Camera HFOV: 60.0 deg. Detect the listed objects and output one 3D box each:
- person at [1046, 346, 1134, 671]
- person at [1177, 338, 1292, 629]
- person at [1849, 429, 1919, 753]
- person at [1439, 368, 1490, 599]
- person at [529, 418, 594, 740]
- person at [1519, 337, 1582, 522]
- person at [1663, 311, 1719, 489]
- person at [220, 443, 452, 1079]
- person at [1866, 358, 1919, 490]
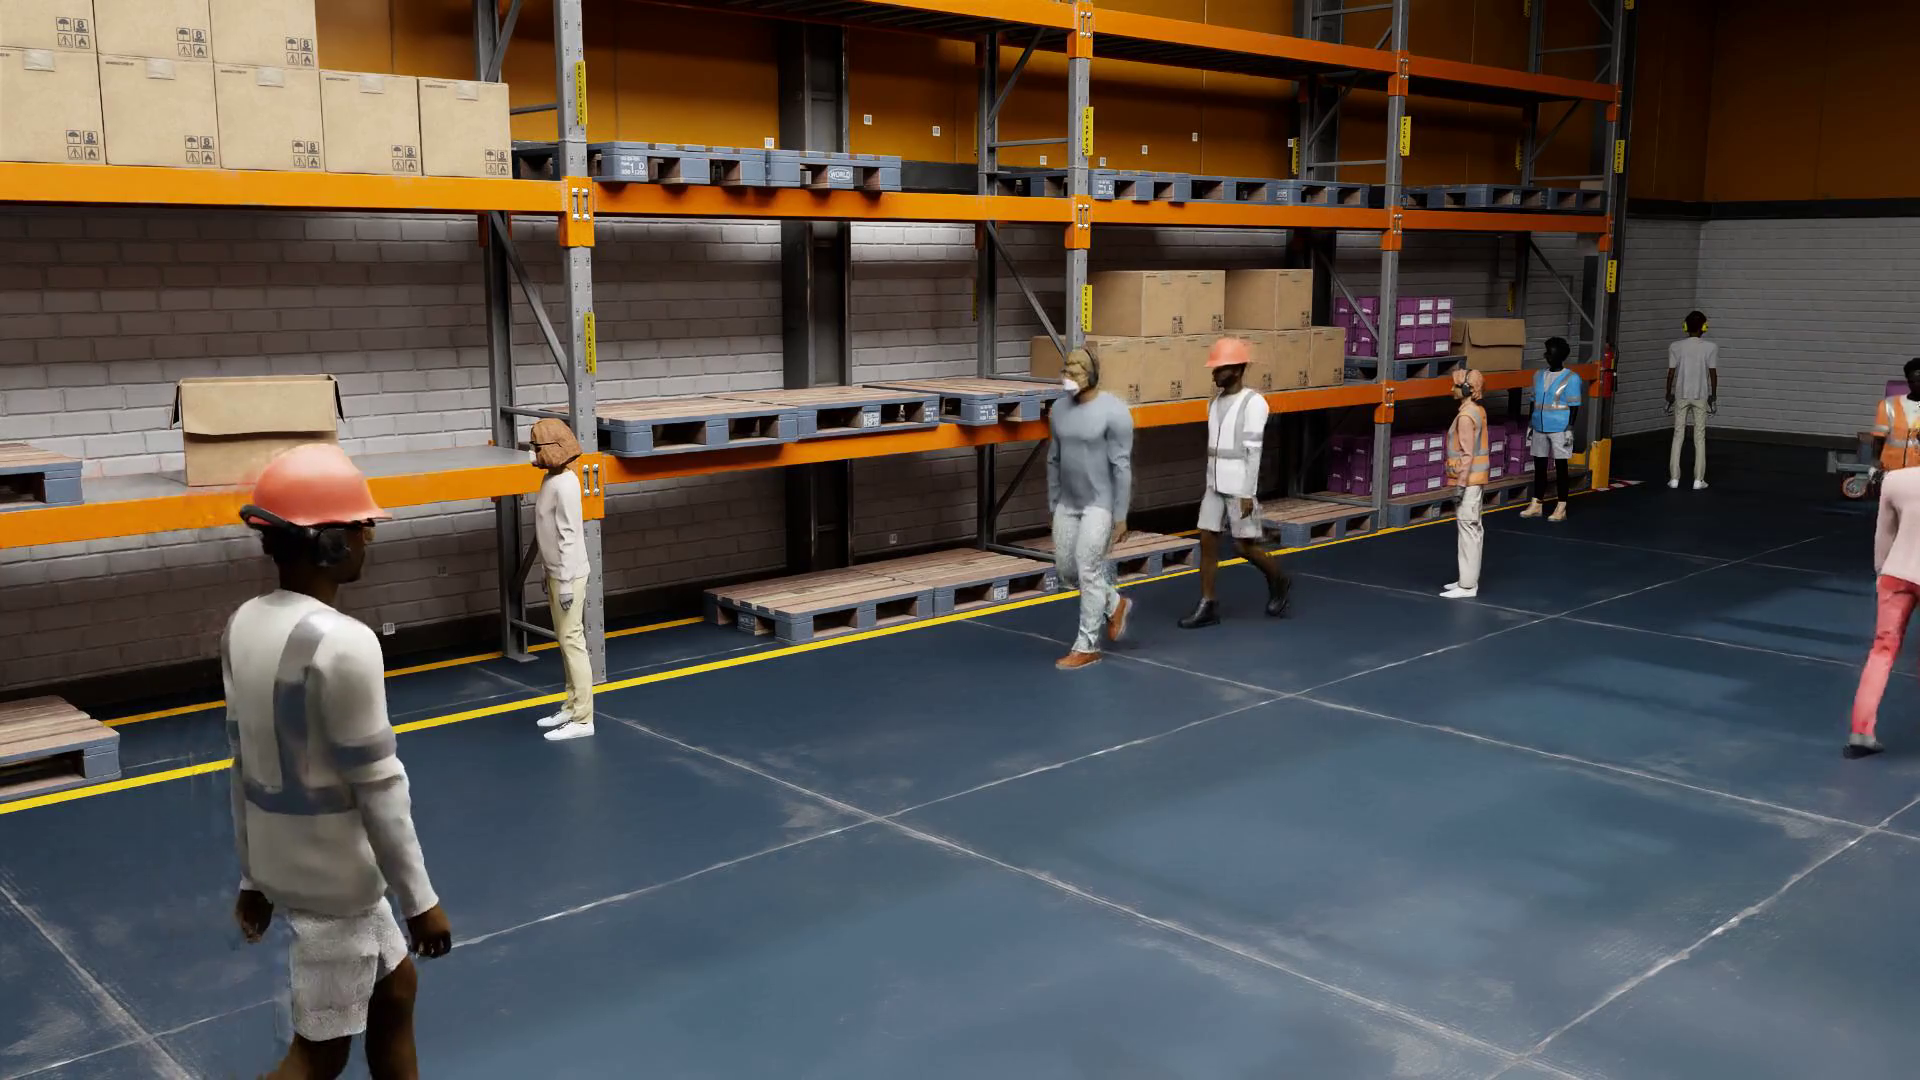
[{"bbox_3d":[0.814,-0.199,9.894,0.661,1.920,0.627,-9,13,-41],"label":"person"},{"bbox_3d":[1.824,-0.372,10.906,0.791,1.912,0.552,-7,12,-34],"label":"person"},{"bbox_3d":[4.710,0.195,8.137,0.893,1.720,0.535,-6,11,-32],"label":"person"},{"bbox_3d":[3.605,-0.398,11.840,0.315,1.641,0.515,5,11,25],"label":"person"},{"bbox_3d":[-2.017,0.194,8.421,0.277,1.629,0.496,-4,10,-22],"label":"person"},{"bbox_3d":[5.449,-1.020,15.321,0.318,1.697,0.535,-6,12,-33],"label":"person"},{"bbox_3d":[7.657,-1.463,17.427,0.516,1.865,0.329,5,11,28],"label":"person"},{"bbox_3d":[-1.556,0.778,3.912,0.983,2.008,0.610,-8,13,-40],"label":"person"},{"bbox_3d":[7.078,-0.516,12.426,0.536,1.681,0.523,9,13,42],"label":"person"}]
